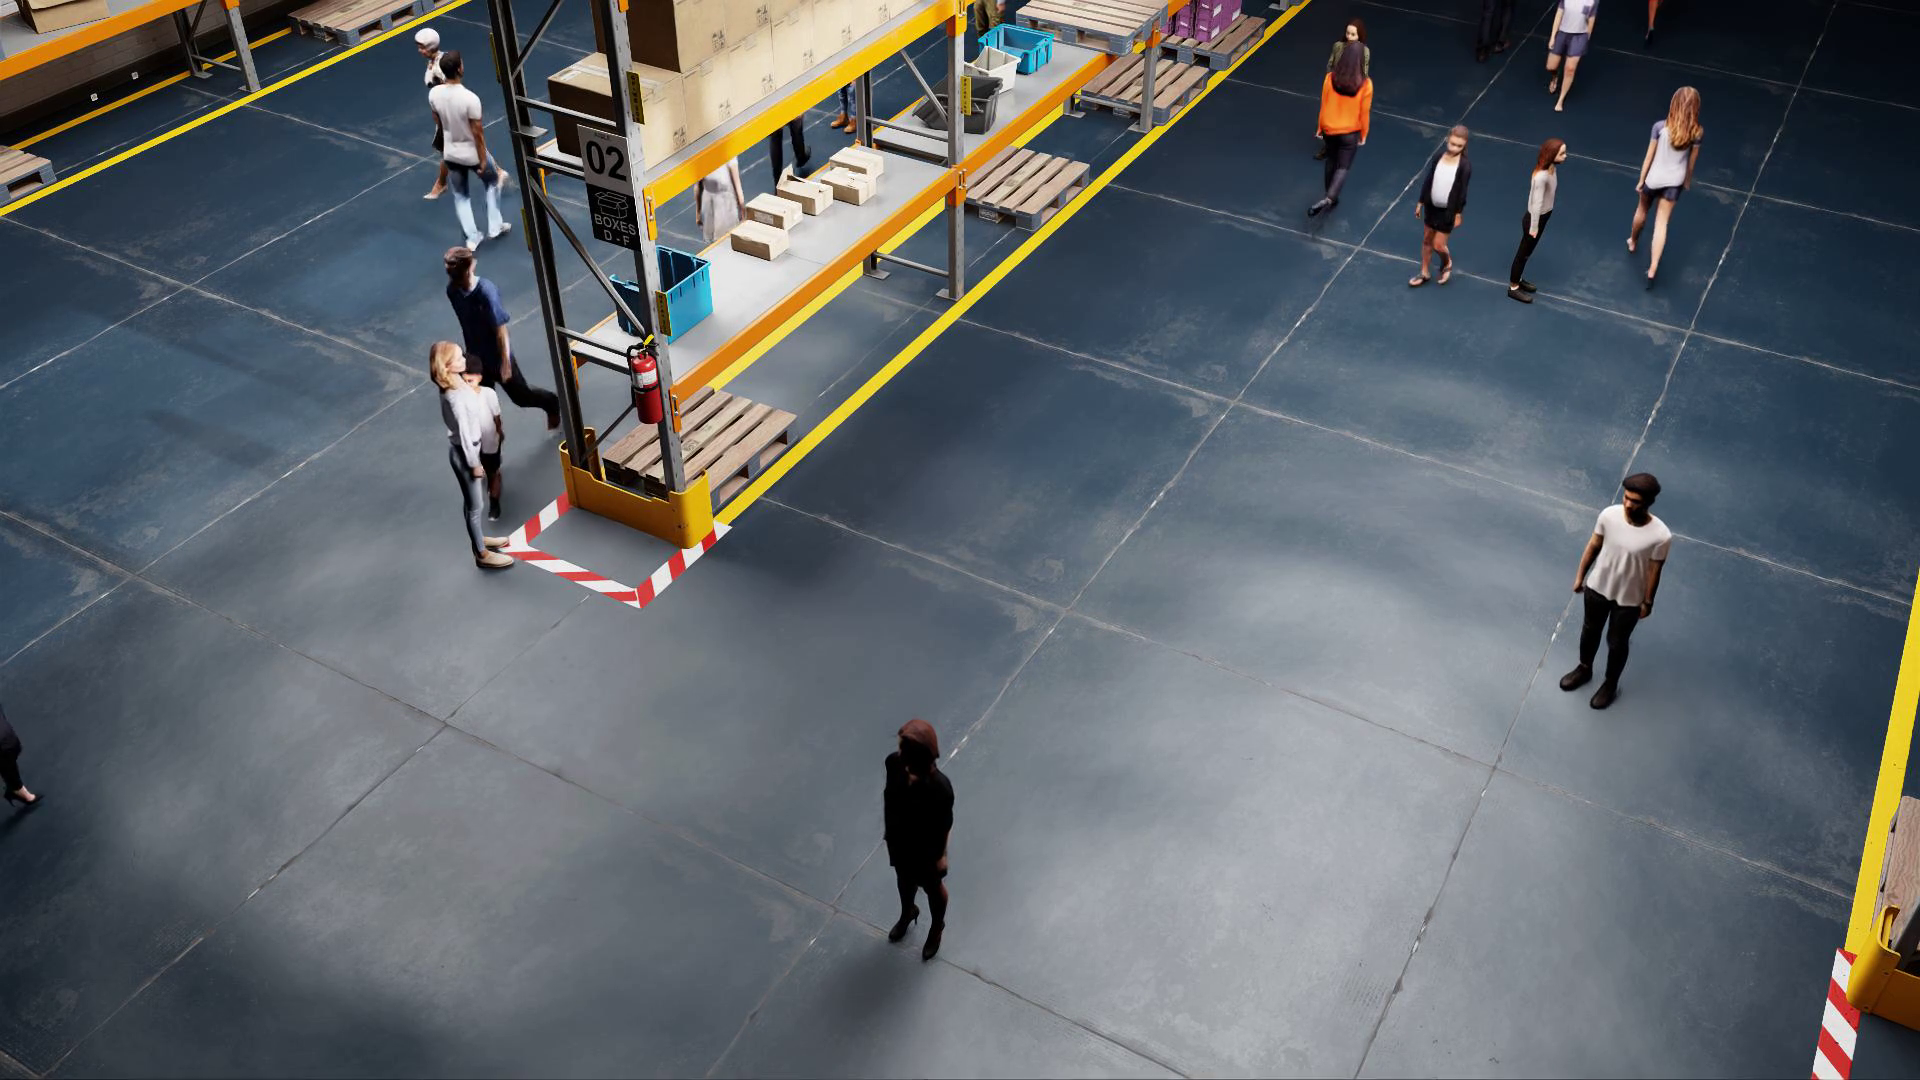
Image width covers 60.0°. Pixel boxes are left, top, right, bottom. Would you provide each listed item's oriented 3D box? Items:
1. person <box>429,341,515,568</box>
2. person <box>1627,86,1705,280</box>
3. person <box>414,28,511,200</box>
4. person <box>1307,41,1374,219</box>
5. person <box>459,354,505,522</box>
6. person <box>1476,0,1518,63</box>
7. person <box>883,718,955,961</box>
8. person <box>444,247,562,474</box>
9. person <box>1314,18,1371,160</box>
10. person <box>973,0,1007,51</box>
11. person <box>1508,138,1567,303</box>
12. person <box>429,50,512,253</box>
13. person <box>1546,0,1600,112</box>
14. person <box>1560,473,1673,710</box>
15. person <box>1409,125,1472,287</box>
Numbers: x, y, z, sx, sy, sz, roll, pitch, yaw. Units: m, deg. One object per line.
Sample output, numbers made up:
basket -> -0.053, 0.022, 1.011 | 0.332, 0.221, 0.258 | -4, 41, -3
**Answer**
person -> -3.417, -0.598, 11.505 | 0.708, 1.796, 0.653 | -11, 40, -13
person -> 6.253, -3.126, 14.755 | 0.841, 1.689, 1.168 | 9, 39, 11
person -> -4.755, -4.060, 15.909 | 1.129, 1.707, 1.073 | -10, 40, -12
person -> 3.526, -3.761, 15.525 | 0.666, 1.720, 1.025 | 19, 42, 22
person -> -3.526, -0.826, 12.240 | 0.715, 1.234, 0.864 | 1, 39, 1
person -> 6.041, -6.197, 18.536 | 0.733, 1.769, 0.857 | 16, 41, 19
person -> -0.222, 1.584, 8.848 | 0.609, 1.701, 0.530 | 26, 45, 28
person -> -3.457, -1.409, 12.494 | 0.730, 1.827, 1.171 | 14, 41, 17
person -> 3.849, -4.500, 16.645 | 0.585, 1.477, 0.512 | 22, 44, 25
person -> 0.331, -5.951, 18.198 | 0.658, 1.807, 0.727 | -31, 48, -33
person -> 5.026, -2.813, 14.529 | 0.603, 1.481, 0.425 | 19, 42, 22
person -> -4.525, -3.469, 15.060 | 0.789, 1.844, 0.851 | 8, 39, 9
person -> 6.506, -5.379, 17.685 | 0.596, 1.553, 0.733 | 16, 41, 19
person -> 4.156, 0.281, 10.465 | 0.662, 1.719, 0.708 | -30, 47, -32
person -> 4.304, -2.953, 14.652 | 0.718, 1.548, 0.661 | -25, 45, -28
